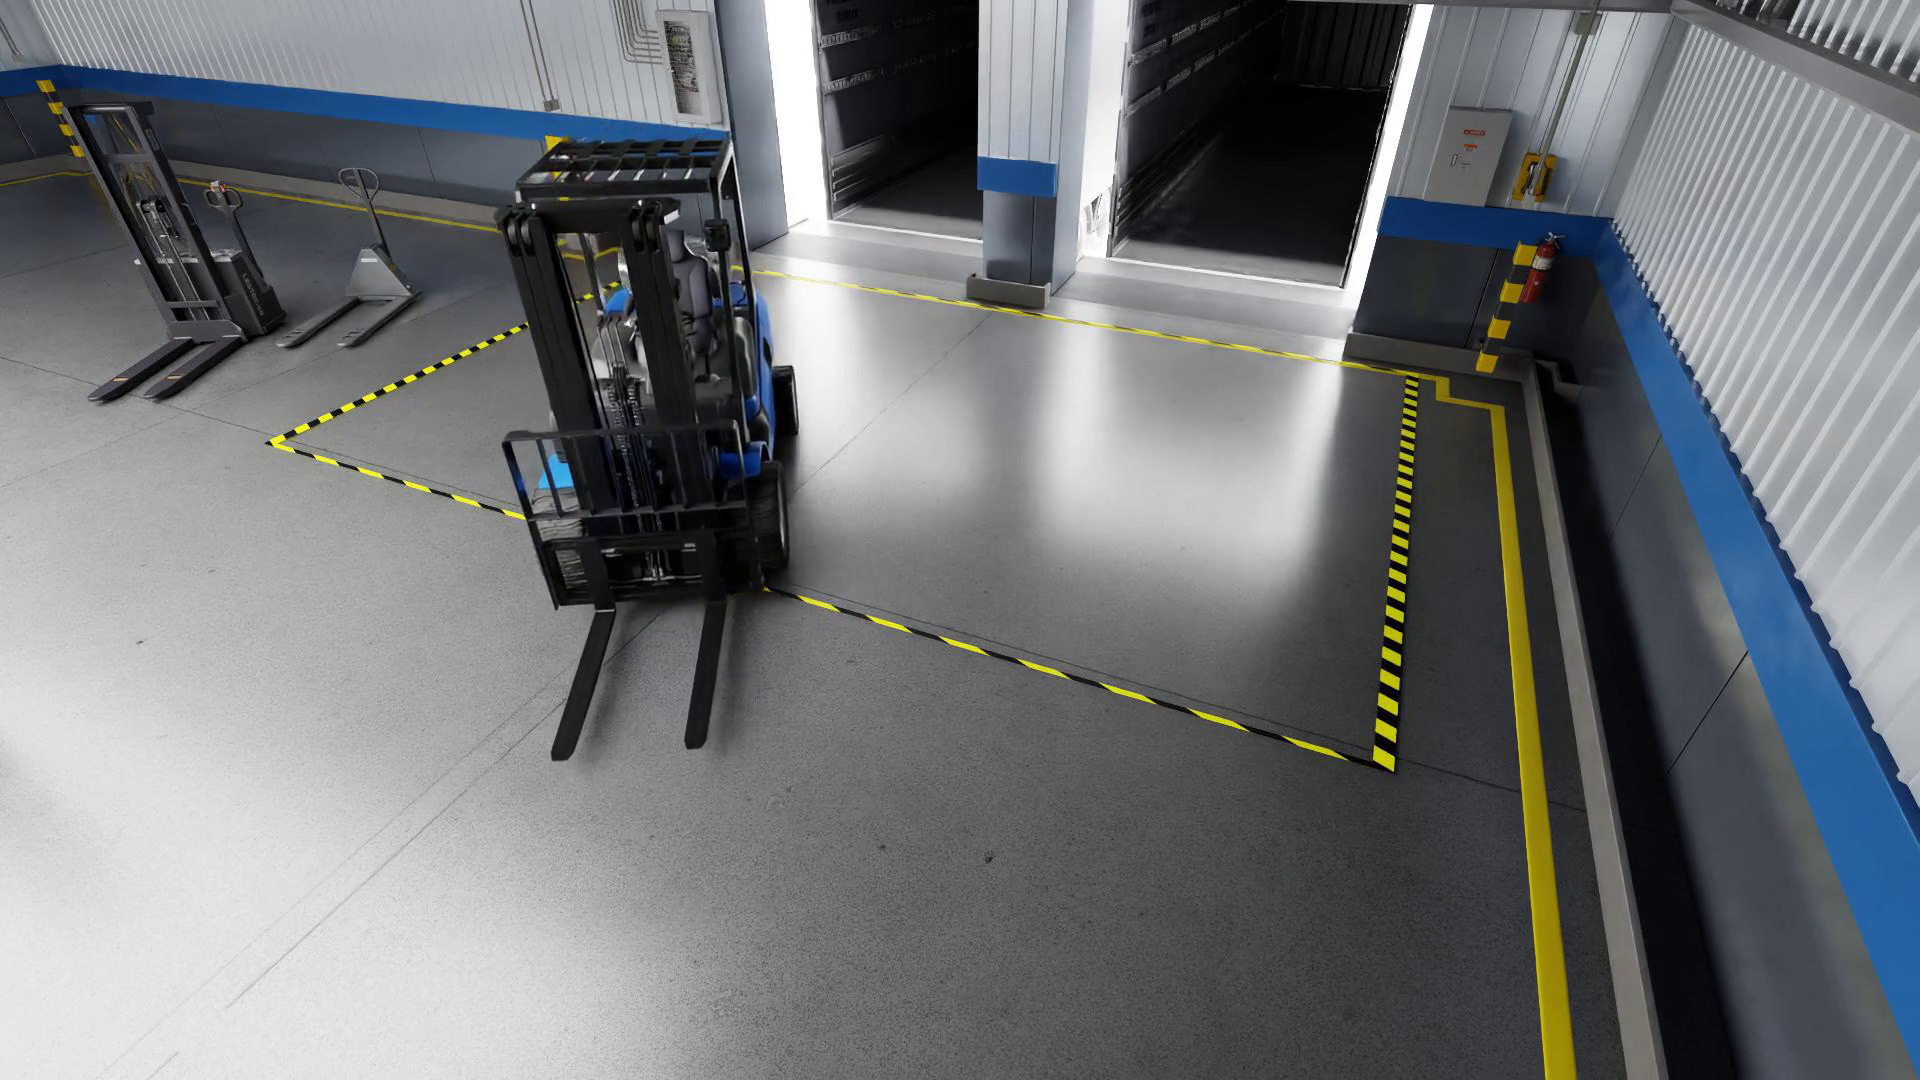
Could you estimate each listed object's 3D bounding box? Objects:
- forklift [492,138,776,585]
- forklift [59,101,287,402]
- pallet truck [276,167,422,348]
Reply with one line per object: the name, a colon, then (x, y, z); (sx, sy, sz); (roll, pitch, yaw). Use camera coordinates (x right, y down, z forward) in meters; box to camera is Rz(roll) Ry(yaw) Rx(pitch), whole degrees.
forklift: (-1.783, -1.233, 5.473); (1.157, 2.036, 2.680); (-4, 35, -6)
forklift: (-6.686, -2.387, 7.434); (0.823, 1.965, 1.885); (-3, 35, -5)
pallet truck: (-5.732, -2.611, 8.414); (0.680, 1.201, 1.601); (-1, 35, -1)
